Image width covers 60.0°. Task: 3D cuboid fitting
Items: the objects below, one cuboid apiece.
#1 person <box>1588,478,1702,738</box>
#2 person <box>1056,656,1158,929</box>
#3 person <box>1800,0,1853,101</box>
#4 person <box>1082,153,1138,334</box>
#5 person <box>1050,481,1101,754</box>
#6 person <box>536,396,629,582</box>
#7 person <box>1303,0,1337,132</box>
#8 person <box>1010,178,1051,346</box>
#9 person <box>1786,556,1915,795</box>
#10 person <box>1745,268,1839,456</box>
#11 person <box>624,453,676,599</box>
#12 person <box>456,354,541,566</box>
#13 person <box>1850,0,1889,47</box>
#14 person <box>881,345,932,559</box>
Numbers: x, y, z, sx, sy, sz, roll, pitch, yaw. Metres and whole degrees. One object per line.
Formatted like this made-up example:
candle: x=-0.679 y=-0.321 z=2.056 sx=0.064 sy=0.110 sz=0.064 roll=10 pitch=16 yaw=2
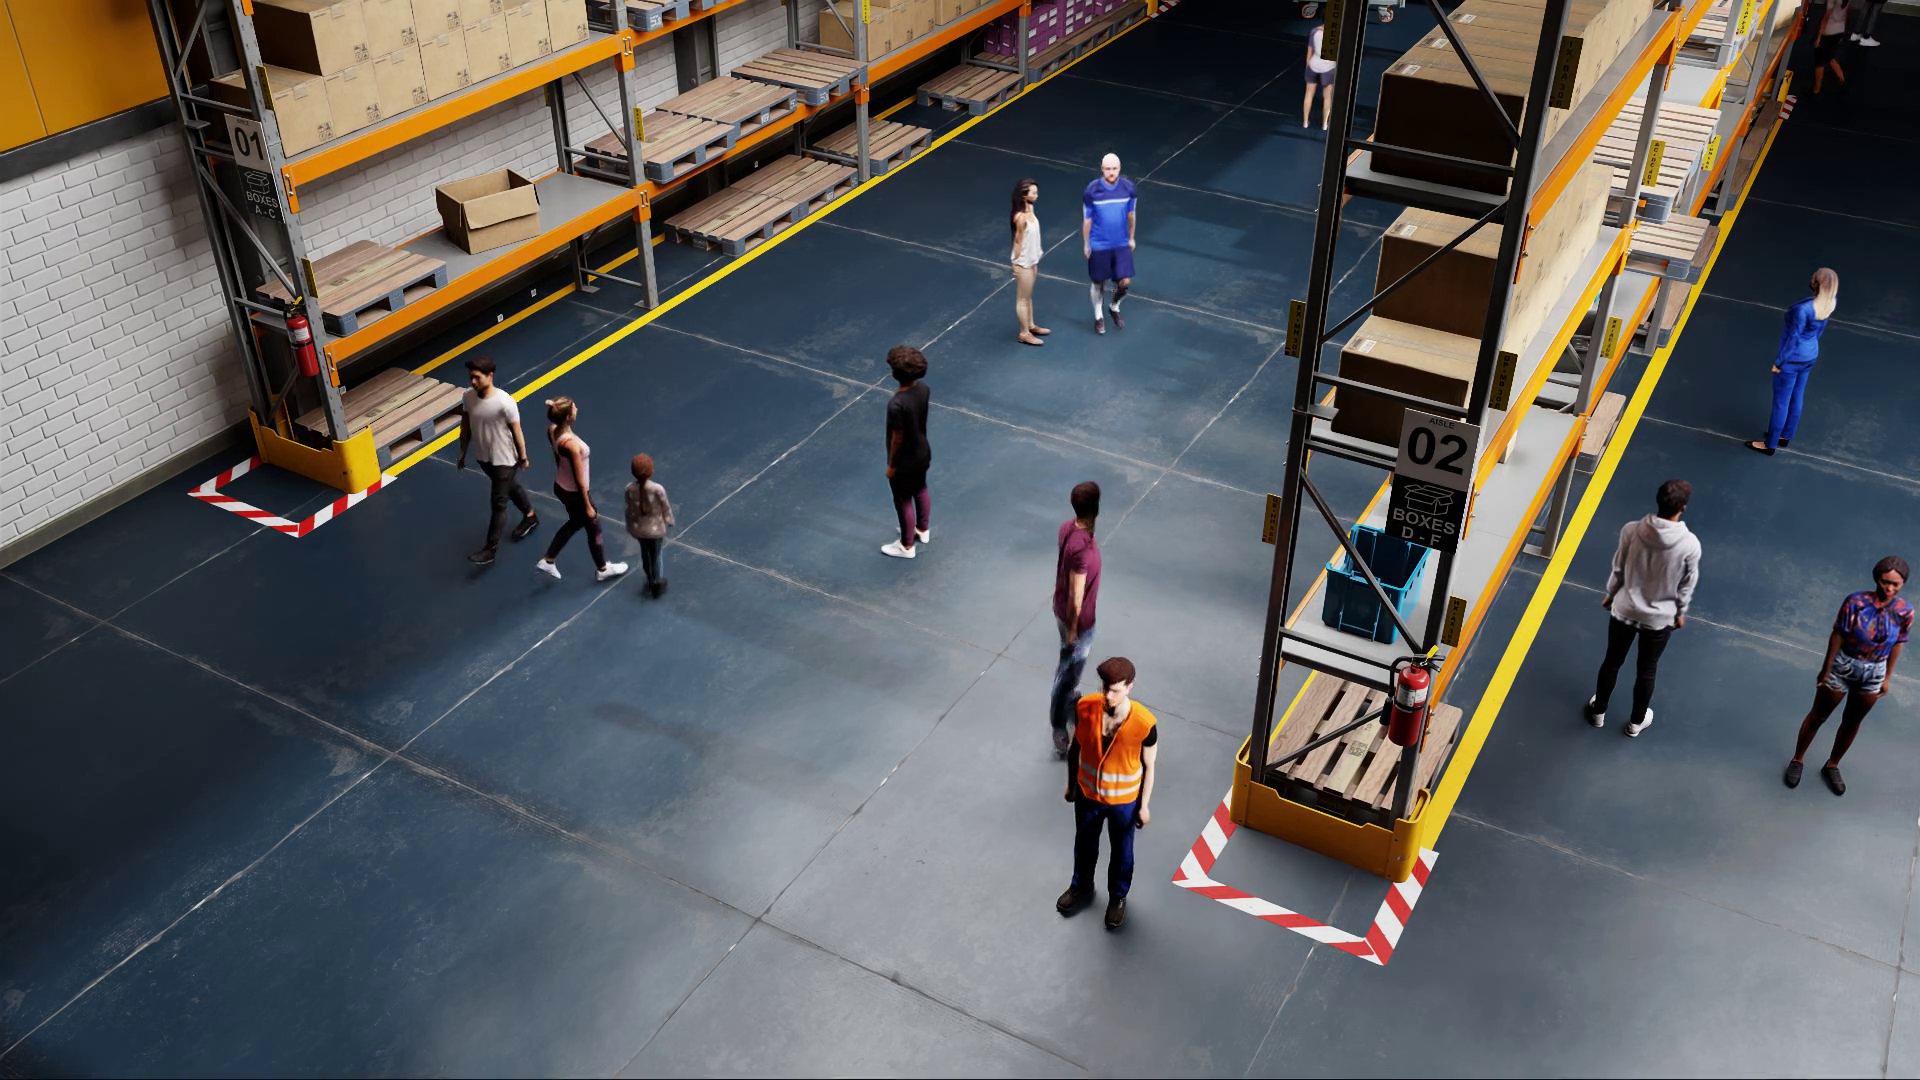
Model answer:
person: x=4.500 y=0.452 z=10.940 sx=0.665 sy=1.929 sz=0.573 roll=18 pitch=38 yaw=25
person: x=0.854 y=1.413 z=9.534 sx=0.692 sy=1.885 sz=0.633 roll=16 pitch=37 yaw=22
person: x=11.394 y=-6.544 z=21.654 sx=0.923 sy=1.721 sz=0.922 roll=-15 pitch=36 yaw=-21
person: x=1.421 y=-2.892 z=16.062 sx=0.822 sy=1.828 sz=0.853 roll=-4 pitch=34 yaw=-6
person: x=0.726 y=0.510 z=10.948 sx=0.970 sy=1.823 sz=0.779 roll=5 pitch=34 yaw=7
person: x=-2.934 y=-0.343 z=12.401 sx=0.990 sy=1.635 sz=0.802 roll=-23 pitch=40 yaw=-30
person: x=4.554 y=-5.950 z=20.900 sx=0.585 sy=1.565 sz=0.565 roll=12 pitch=35 yaw=17
person: x=0.606 y=-2.675 z=15.894 sx=0.672 sy=1.653 sz=0.621 roll=-5 pitch=34 yaw=-8
person: x=5.654 y=0.848 z=10.513 sx=0.648 sy=1.743 sz=0.610 roll=7 pitch=34 yaw=11
person: x=7.117 y=-1.525 z=14.120 sx=0.636 sy=1.701 sz=0.758 roll=-21 pitch=39 yaw=-28
person: x=-2.340 y=-0.083 z=12.415 sx=0.585 sy=1.187 sz=0.653 roll=5 pitch=34 yaw=8
person: x=-3.537 y=-0.699 z=12.894 sx=0.659 sy=1.682 sz=1.061 roll=20 pitch=38 yaw=27
person: x=13.193 y=-8.017 z=23.833 sx=0.794 sy=1.761 sz=0.689 roll=-2 pitch=34 yaw=-3
person: x=-0.398 y=-0.688 z=12.786 sx=0.671 sy=1.783 sz=0.512 roll=16 pitch=37 yaw=23
